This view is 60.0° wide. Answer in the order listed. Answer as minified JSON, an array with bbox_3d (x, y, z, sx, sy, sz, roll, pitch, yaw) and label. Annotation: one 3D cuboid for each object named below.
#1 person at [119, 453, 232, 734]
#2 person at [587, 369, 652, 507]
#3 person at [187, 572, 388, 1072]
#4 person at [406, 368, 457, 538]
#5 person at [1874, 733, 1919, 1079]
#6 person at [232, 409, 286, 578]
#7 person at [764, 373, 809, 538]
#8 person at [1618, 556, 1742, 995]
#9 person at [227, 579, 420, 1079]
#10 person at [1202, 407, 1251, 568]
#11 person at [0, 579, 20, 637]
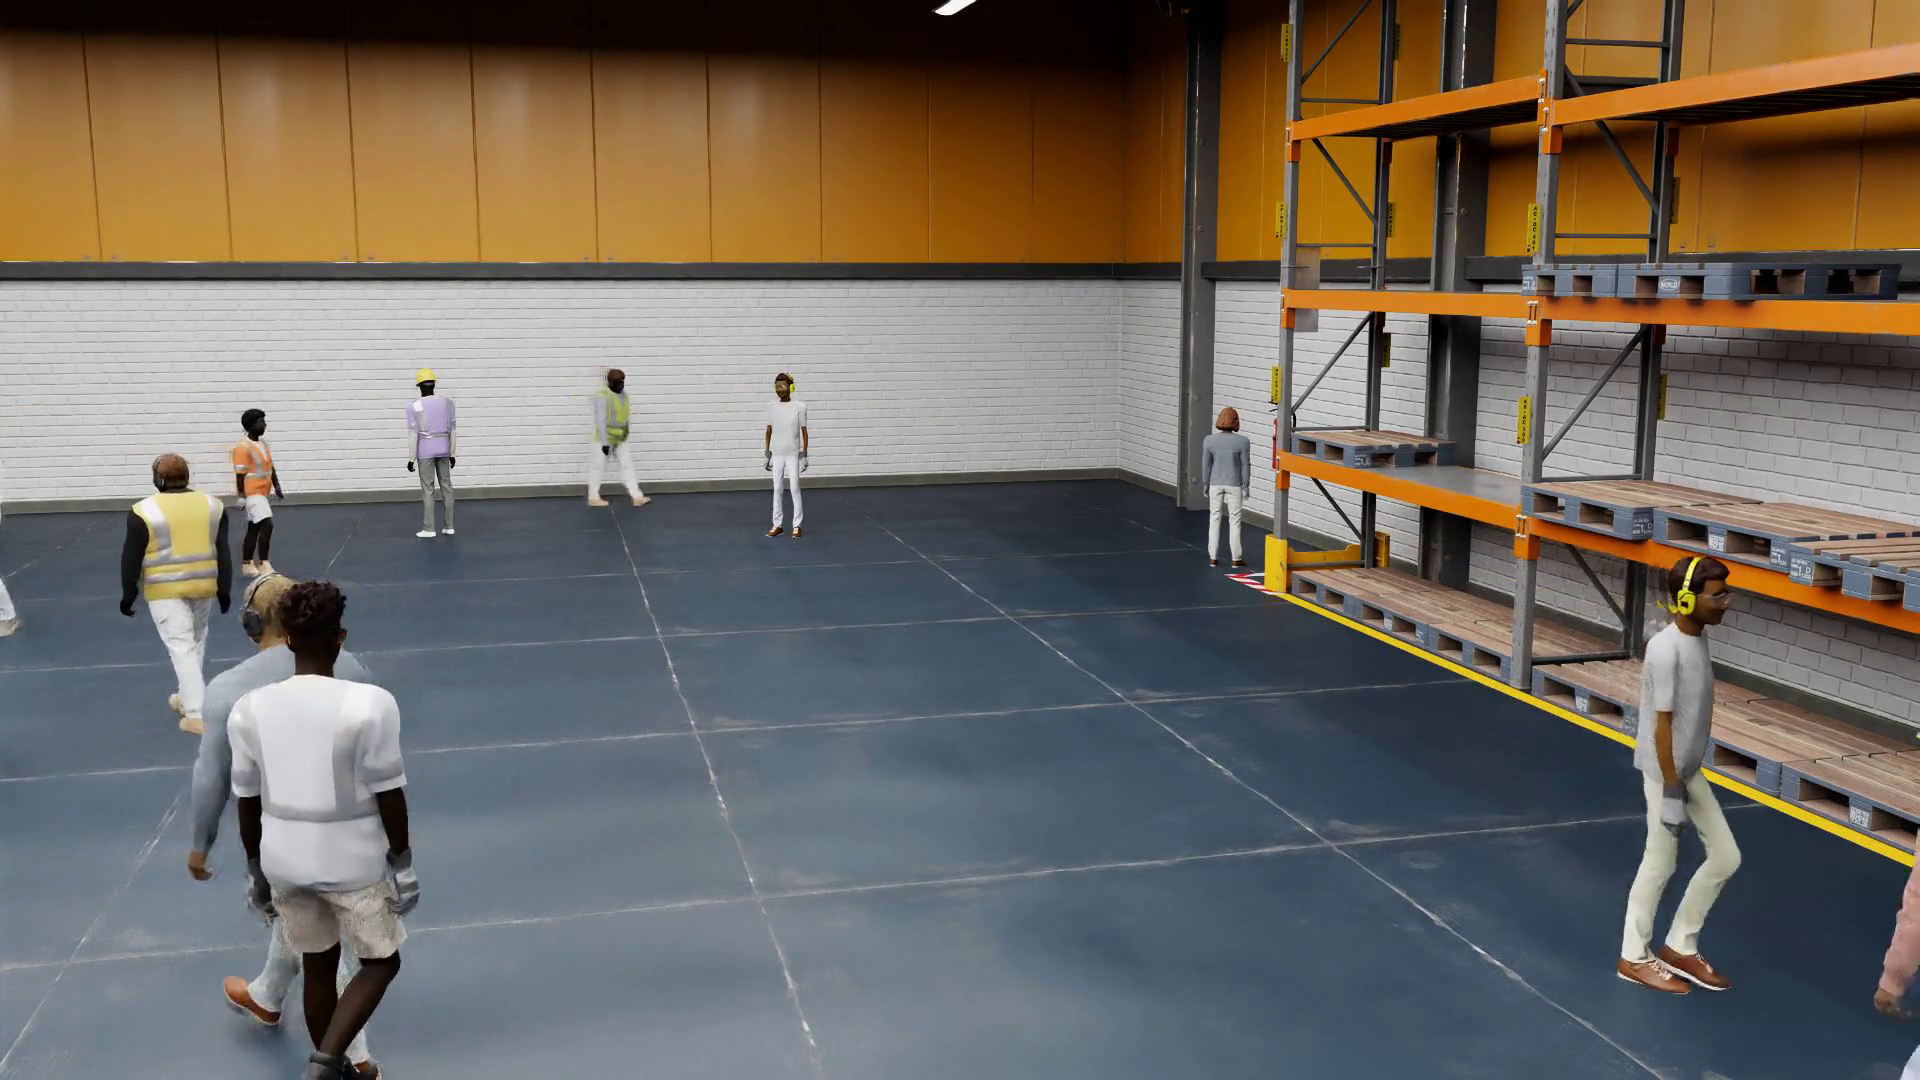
[{"bbox_3d":[-5.193,0.334,10.940,0.865,1.804,0.637,7,11,37],"label":"person"},{"bbox_3d":[-4.379,-1.279,21.129,0.994,1.779,0.631,4,10,26],"label":"person"},{"bbox_3d":[-2.533,1.056,6.220,1.022,1.885,0.670,5,11,30],"label":"person"},{"bbox_3d":[-5.979,-0.979,18.813,0.380,1.917,0.585,9,13,44],"label":"person"},{"bbox_3d":[3.080,1.311,5.147,0.534,1.705,0.955,-5,10,-28],"label":"person"},{"bbox_3d":[-6.800,-0.442,16.229,0.624,1.674,0.544,0,9,1],"label":"person"},{"bbox_3d":[-1.969,-0.952,18.795,0.535,1.869,0.314,2,9,14],"label":"person"},{"bbox_3d":[3.005,0.977,6.805,0.566,1.851,0.565,8,12,41],"label":"person"},{"bbox_3d":[-2.187,1.108,5.678,0.632,1.949,0.634,1,9,9],"label":"person"},{"bbox_3d":[2.707,-0.532,16.908,0.500,1.633,0.286,4,10,25],"label":"person"},{"bbox_3d":[-8.011,-0.071,13.387,0.593,1.849,0.890,1,9,6],"label":"person"}]
